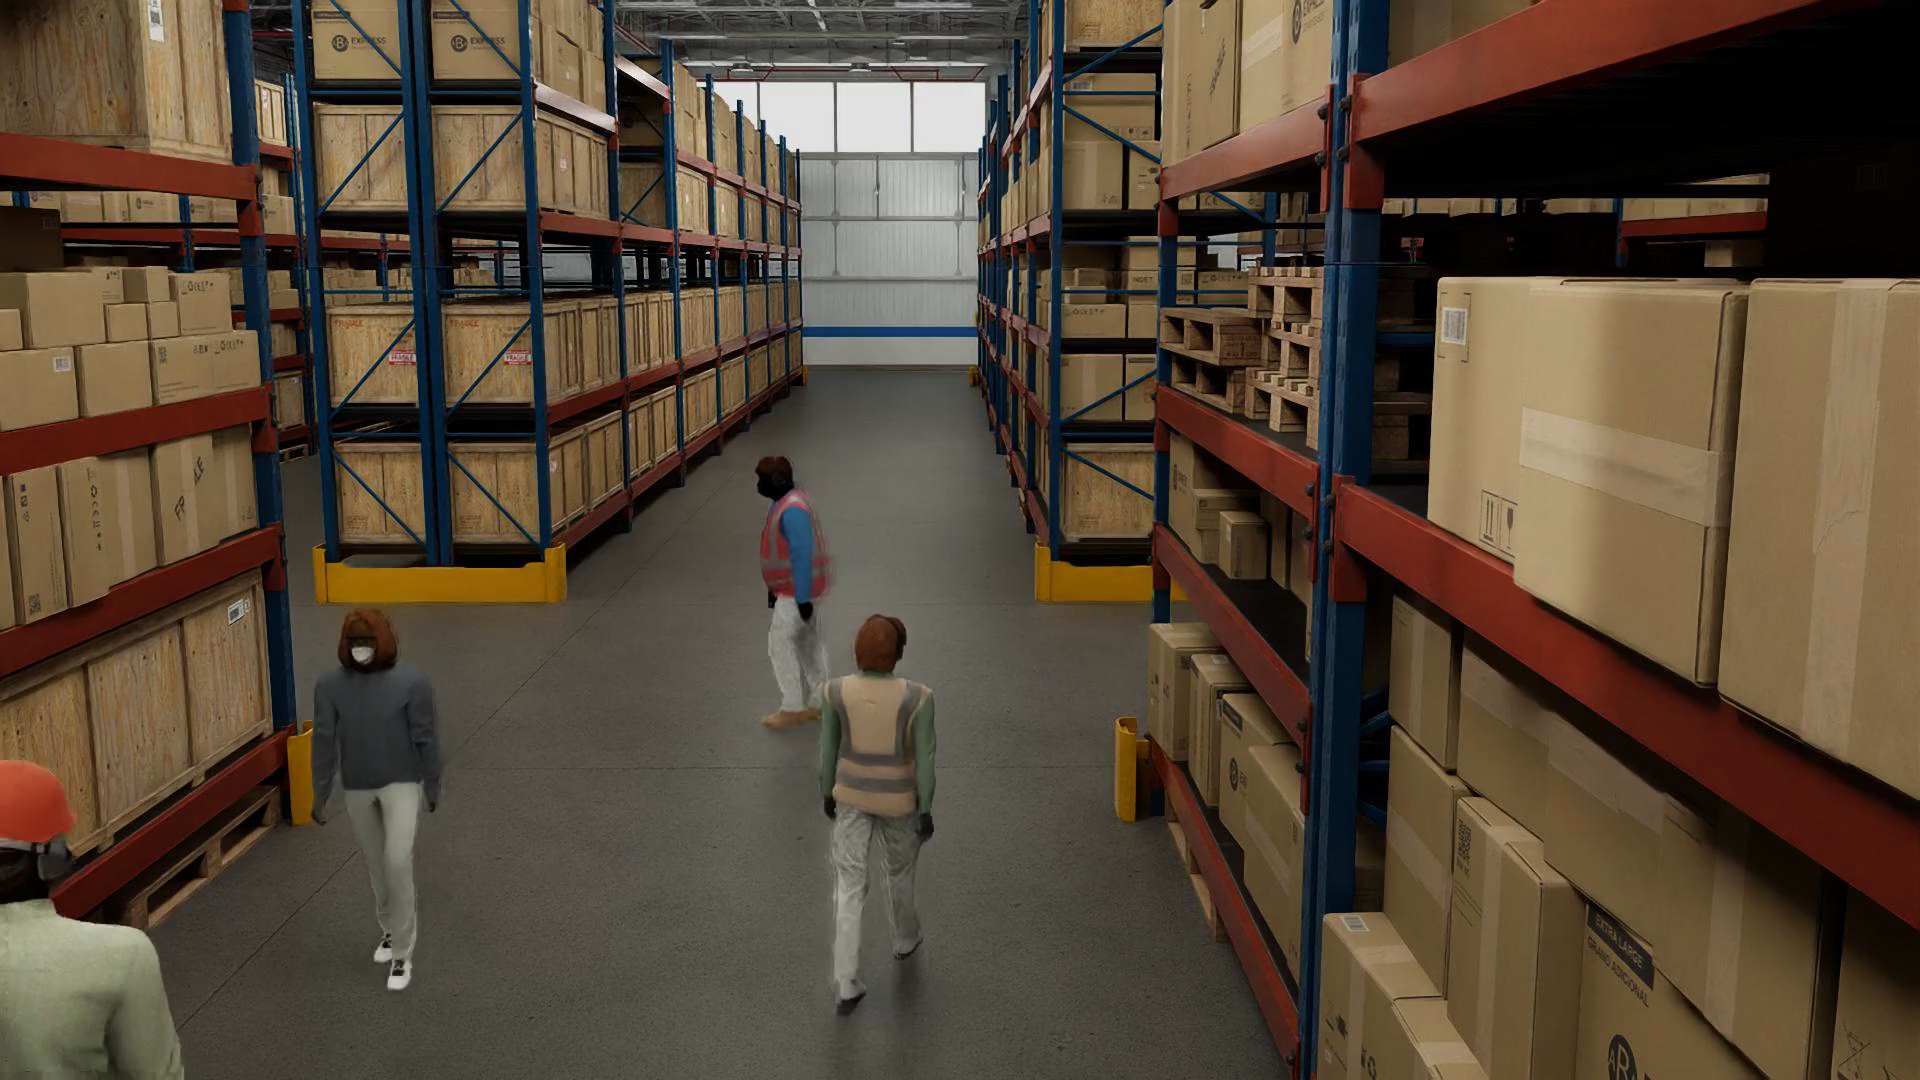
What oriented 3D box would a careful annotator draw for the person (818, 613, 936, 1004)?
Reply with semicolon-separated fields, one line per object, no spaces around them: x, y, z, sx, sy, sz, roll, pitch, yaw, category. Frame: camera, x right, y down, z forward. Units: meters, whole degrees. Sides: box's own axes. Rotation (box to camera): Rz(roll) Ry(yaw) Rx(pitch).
-0.355;1.101;7.036;0.528;1.595;0.847;2;9;11;person

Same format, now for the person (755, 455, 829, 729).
-1.118;0.340;11.075;0.595;1.810;0.651;-1;9;-8;person

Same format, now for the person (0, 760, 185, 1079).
-2.052;1.470;3.675;0.622;1.963;0.921;1;9;4;person

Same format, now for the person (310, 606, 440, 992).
-2.500;1.086;7.075;0.503;1.609;0.715;0;9;2;person
